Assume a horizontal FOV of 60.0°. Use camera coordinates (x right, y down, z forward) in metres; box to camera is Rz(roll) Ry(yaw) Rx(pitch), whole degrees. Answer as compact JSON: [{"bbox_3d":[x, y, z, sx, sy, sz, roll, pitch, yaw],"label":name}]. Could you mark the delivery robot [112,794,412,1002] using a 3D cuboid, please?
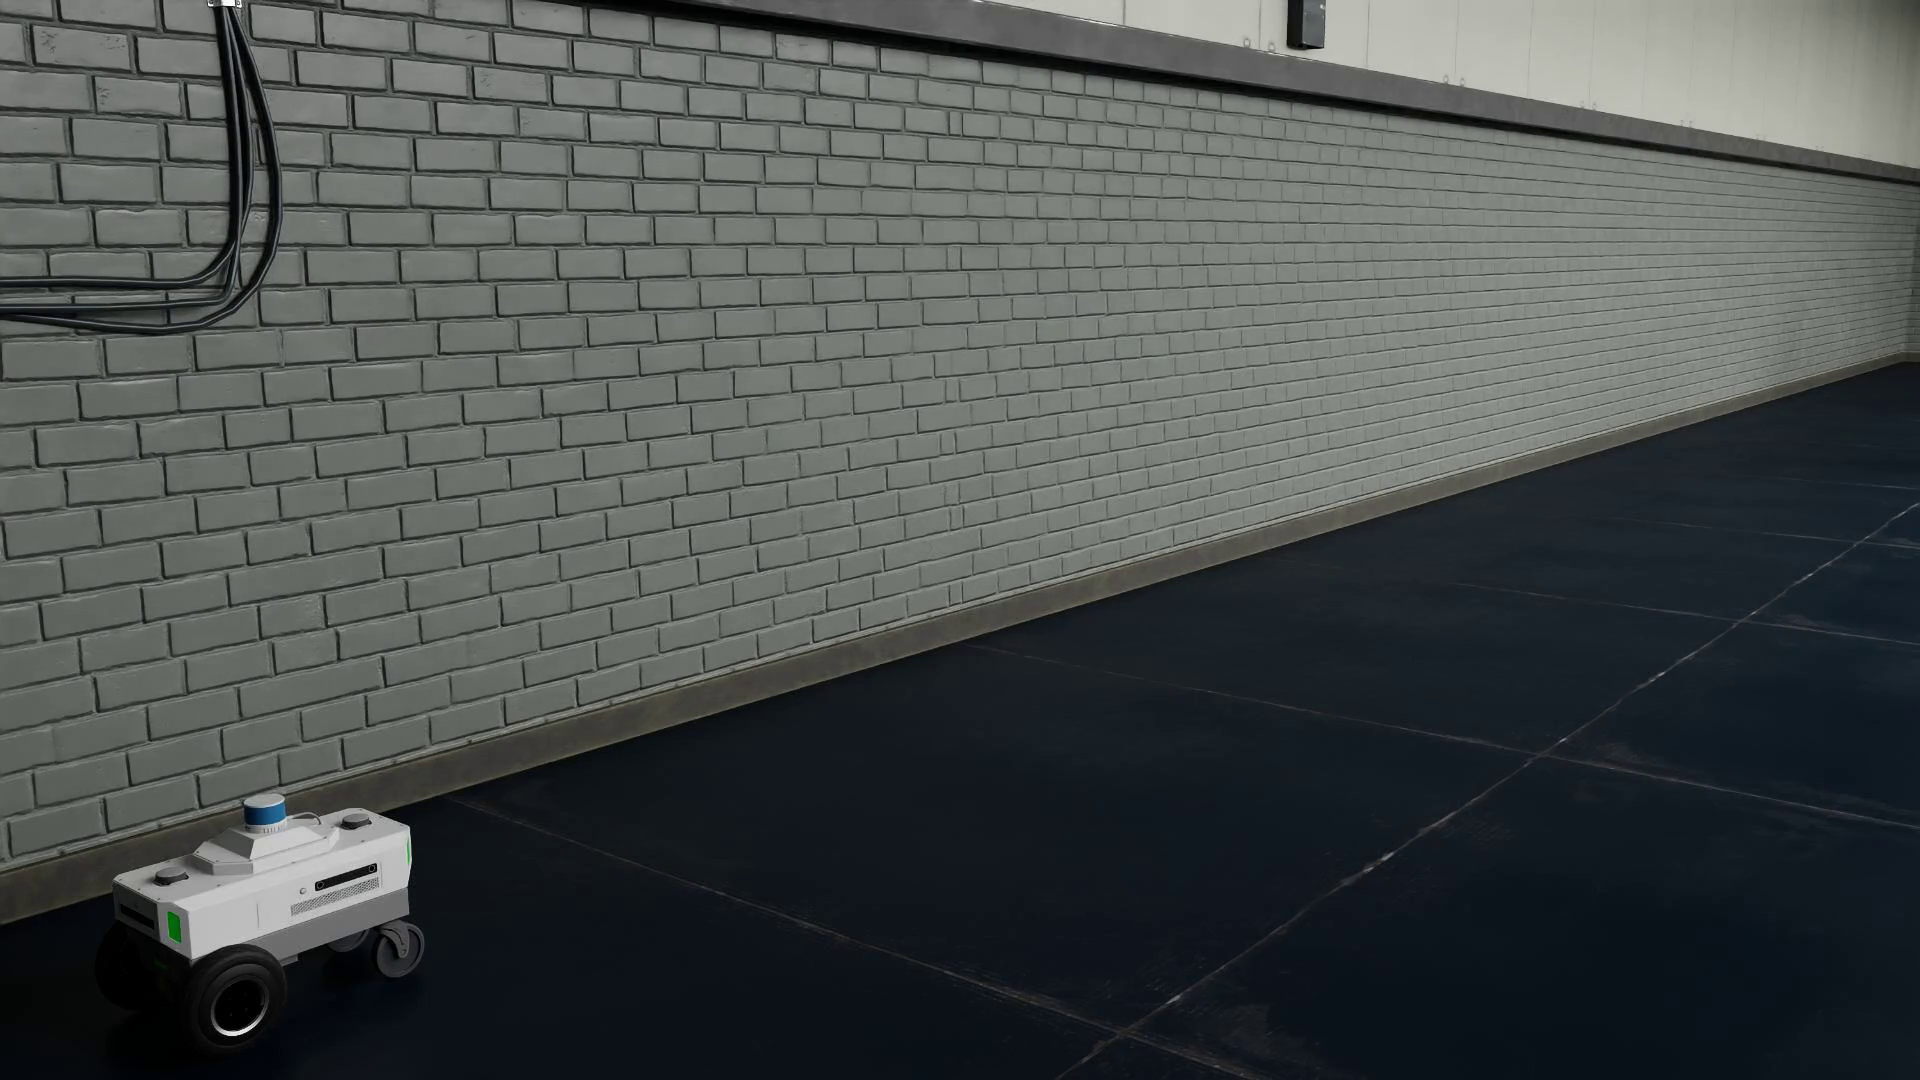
[{"bbox_3d":[-1.825,0.917,4.407,0.477,0.478,0.707,8,13,38],"label":"delivery robot"}]
